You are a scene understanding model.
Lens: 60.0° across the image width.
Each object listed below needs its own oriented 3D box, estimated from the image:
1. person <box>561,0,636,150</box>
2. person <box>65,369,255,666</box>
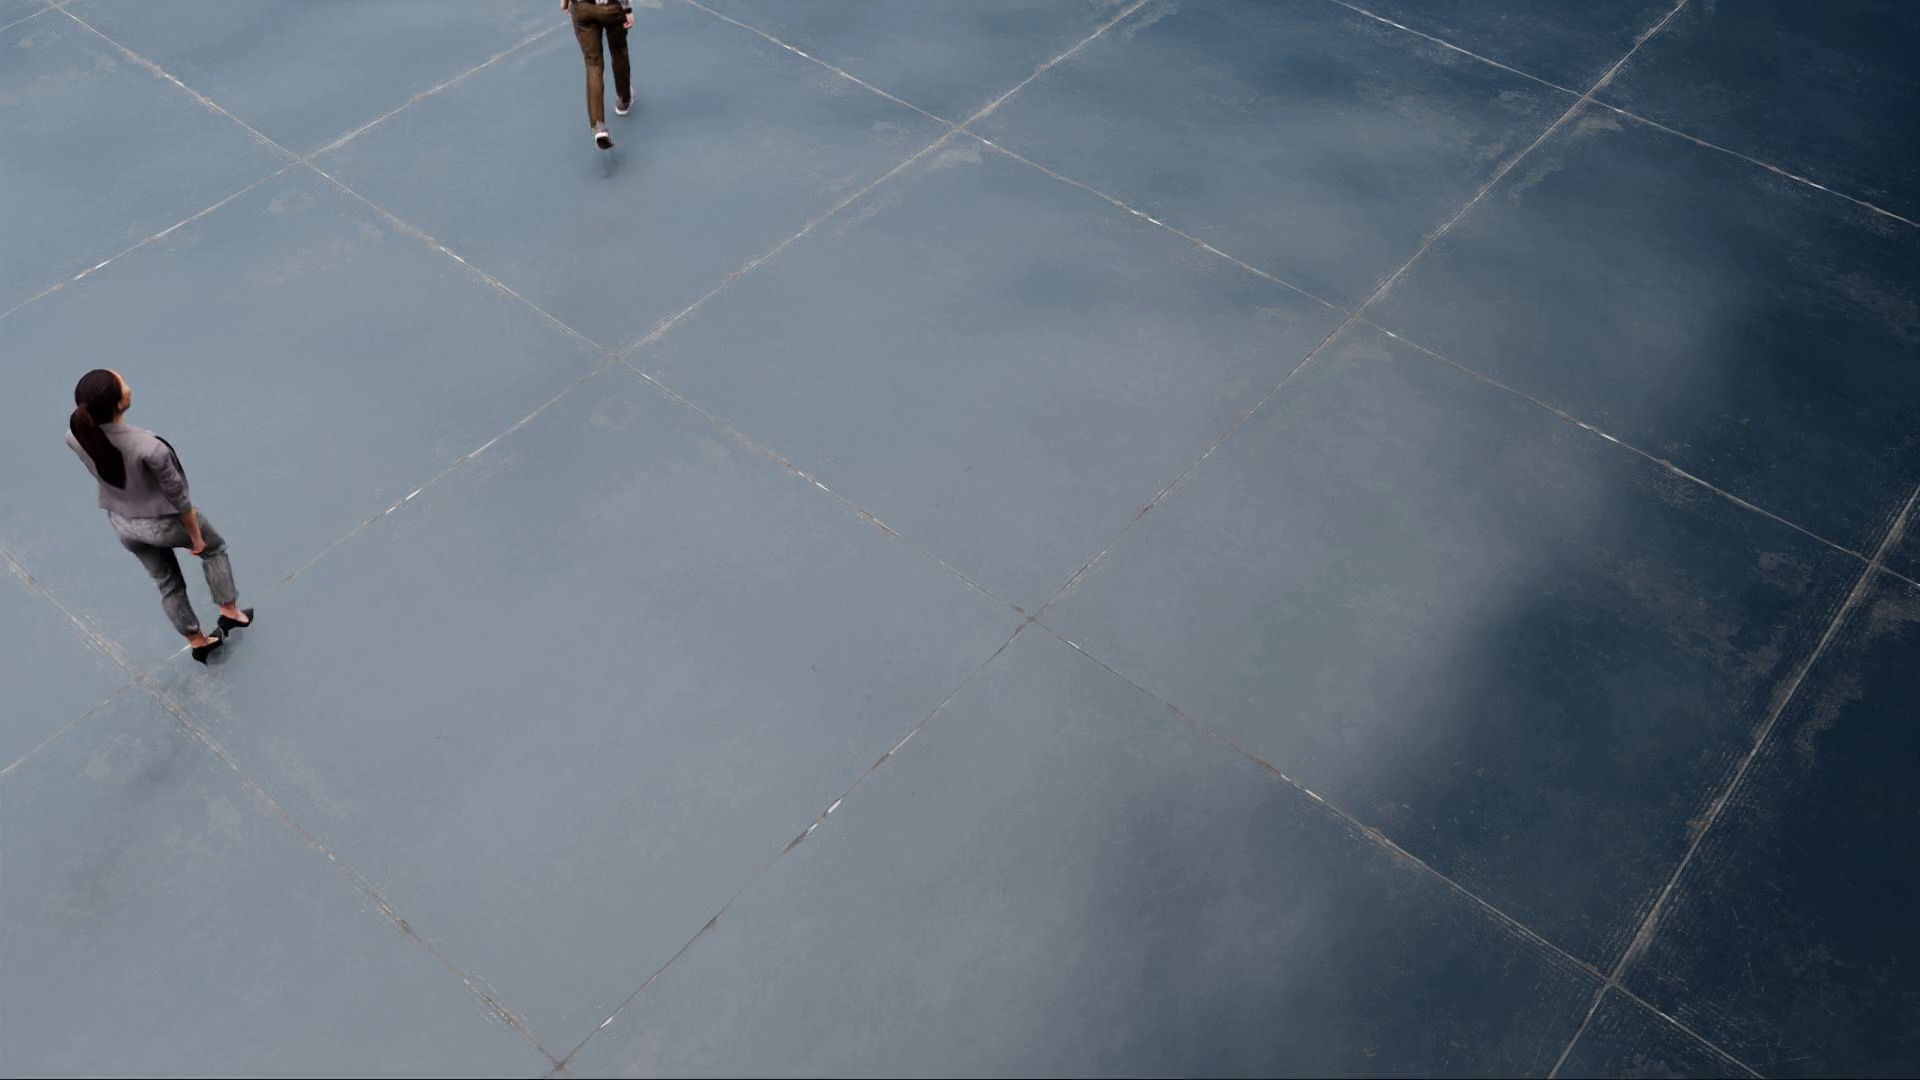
[{"bbox_3d":[-2.252,-3.262,10.250,1.073,1.781,1.194,1,47,1],"label":"person"},{"bbox_3d":[-3.576,-0.007,7.321,0.751,1.661,0.800,4,47,3],"label":"person"}]
